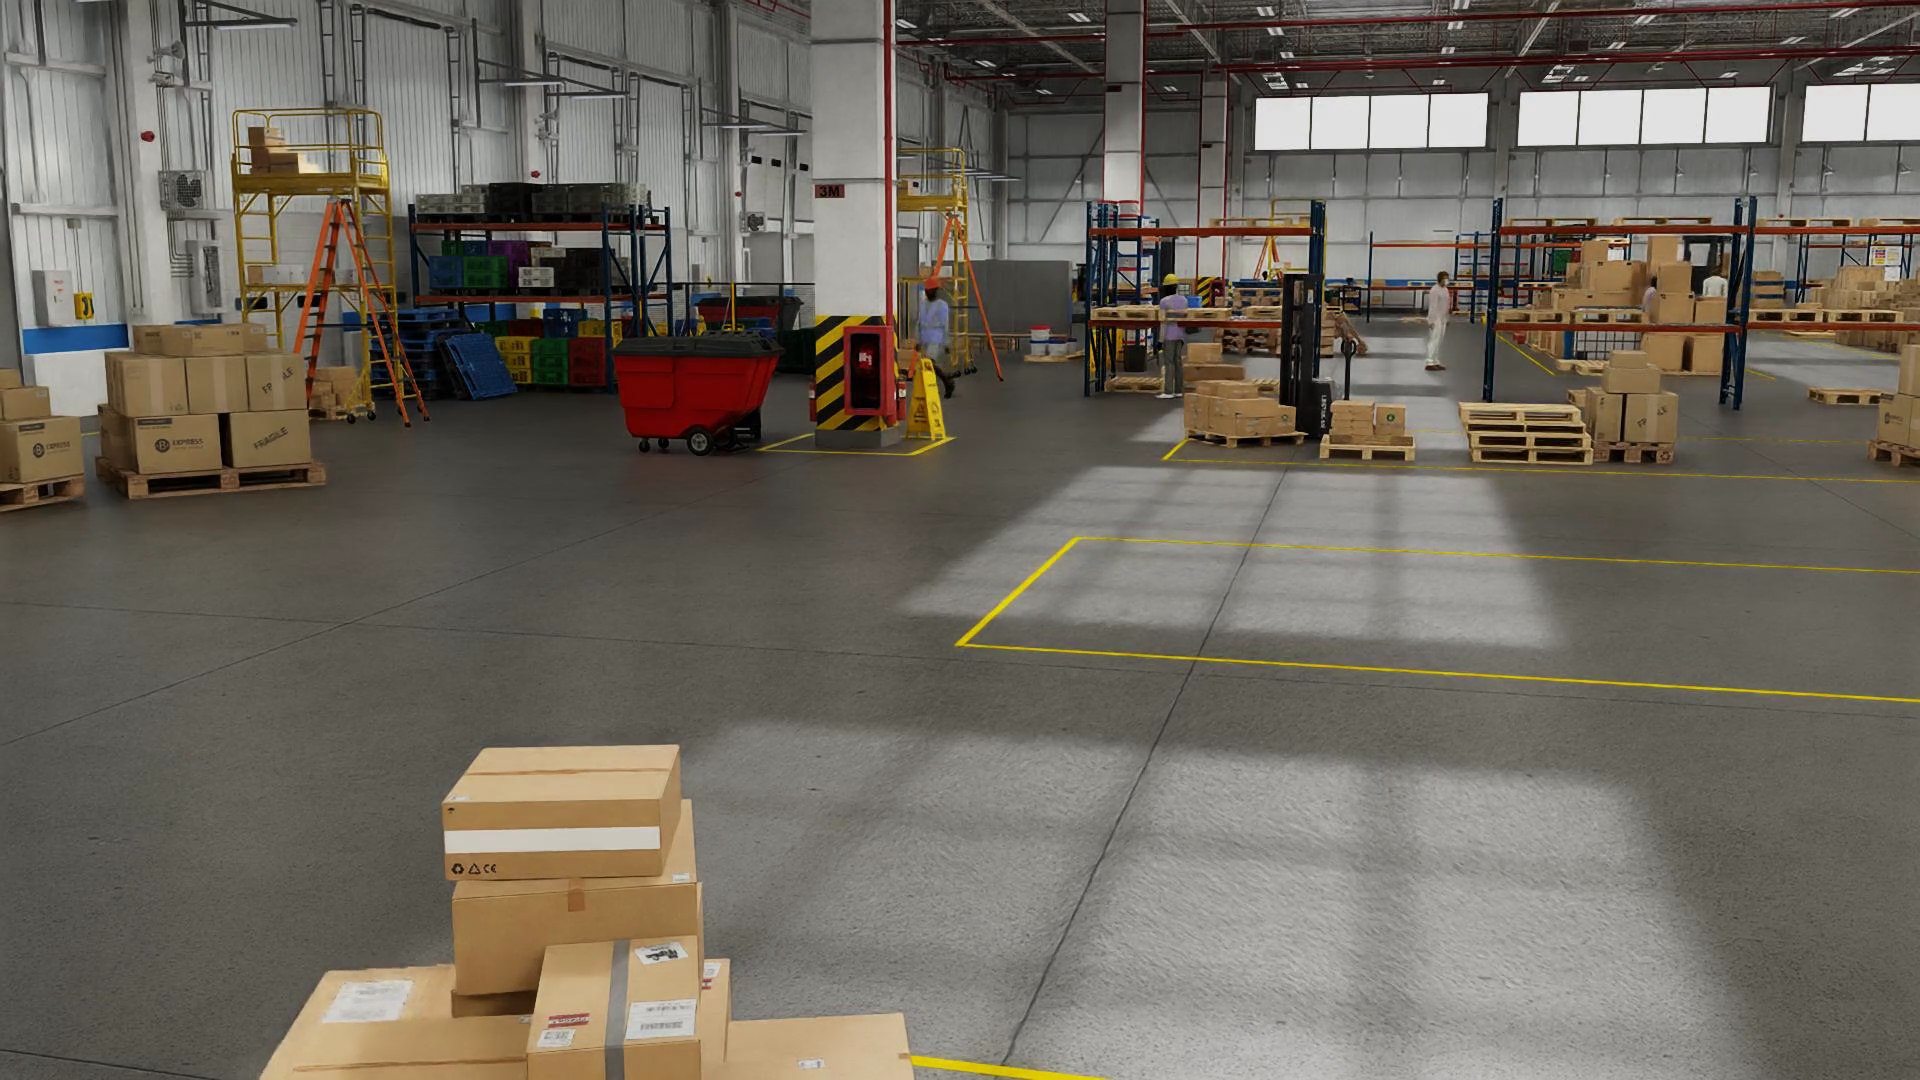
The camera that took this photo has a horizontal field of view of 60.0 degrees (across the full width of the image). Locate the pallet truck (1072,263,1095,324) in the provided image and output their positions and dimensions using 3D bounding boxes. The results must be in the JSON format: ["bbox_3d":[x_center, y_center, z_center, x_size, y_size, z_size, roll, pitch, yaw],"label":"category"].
[{"bbox_3d":[4.325,-8.180,55.162,0.823,1.965,1.885,6,11,31],"label":"pallet truck"}]

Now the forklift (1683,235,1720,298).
[{"bbox_3d":[21.792,-7.591,49.102,1.873,2.768,1.129,-9,13,-43],"label":"forklift"}]

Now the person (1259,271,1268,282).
[{"bbox_3d":[10.891,-8.756,59.440,0.540,1.695,0.317,-6,11,-30],"label":"person"}]

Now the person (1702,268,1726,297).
[{"bbox_3d":[21.860,-6.940,48.220,0.649,1.887,1.032,4,10,21],"label":"person"}]

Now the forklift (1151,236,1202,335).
[{"bbox_3d":[5.866,-7.214,46.878,1.873,2.768,1.129,2,10,14],"label":"forklift"}]

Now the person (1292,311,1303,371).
[{"bbox_3d":[6.612,-4.099,31.917,0.330,1.735,0.486,6,12,33],"label":"person"}]

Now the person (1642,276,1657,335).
[{"bbox_3d":[14.303,-4.508,34.123,0.939,1.794,0.661,2,10,12],"label":"person"}]

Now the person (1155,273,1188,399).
[{"bbox_3d":[3.266,-3.141,25.693,0.587,1.930,0.360,-9,13,-43],"label":"person"}]

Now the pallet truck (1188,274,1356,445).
[{"bbox_3d":[3.653,-2.138,19.590,1.885,1.965,0.823,-4,10,-20],"label":"pallet truck"}]

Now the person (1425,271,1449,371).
[{"bbox_3d":[9.218,-4.219,32.066,0.382,1.931,0.625,7,12,37],"label":"person"}]

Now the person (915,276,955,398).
[{"bbox_3d":[-0.367,-3.040,25.188,0.542,1.915,0.870,9,13,44],"label":"person"}]
